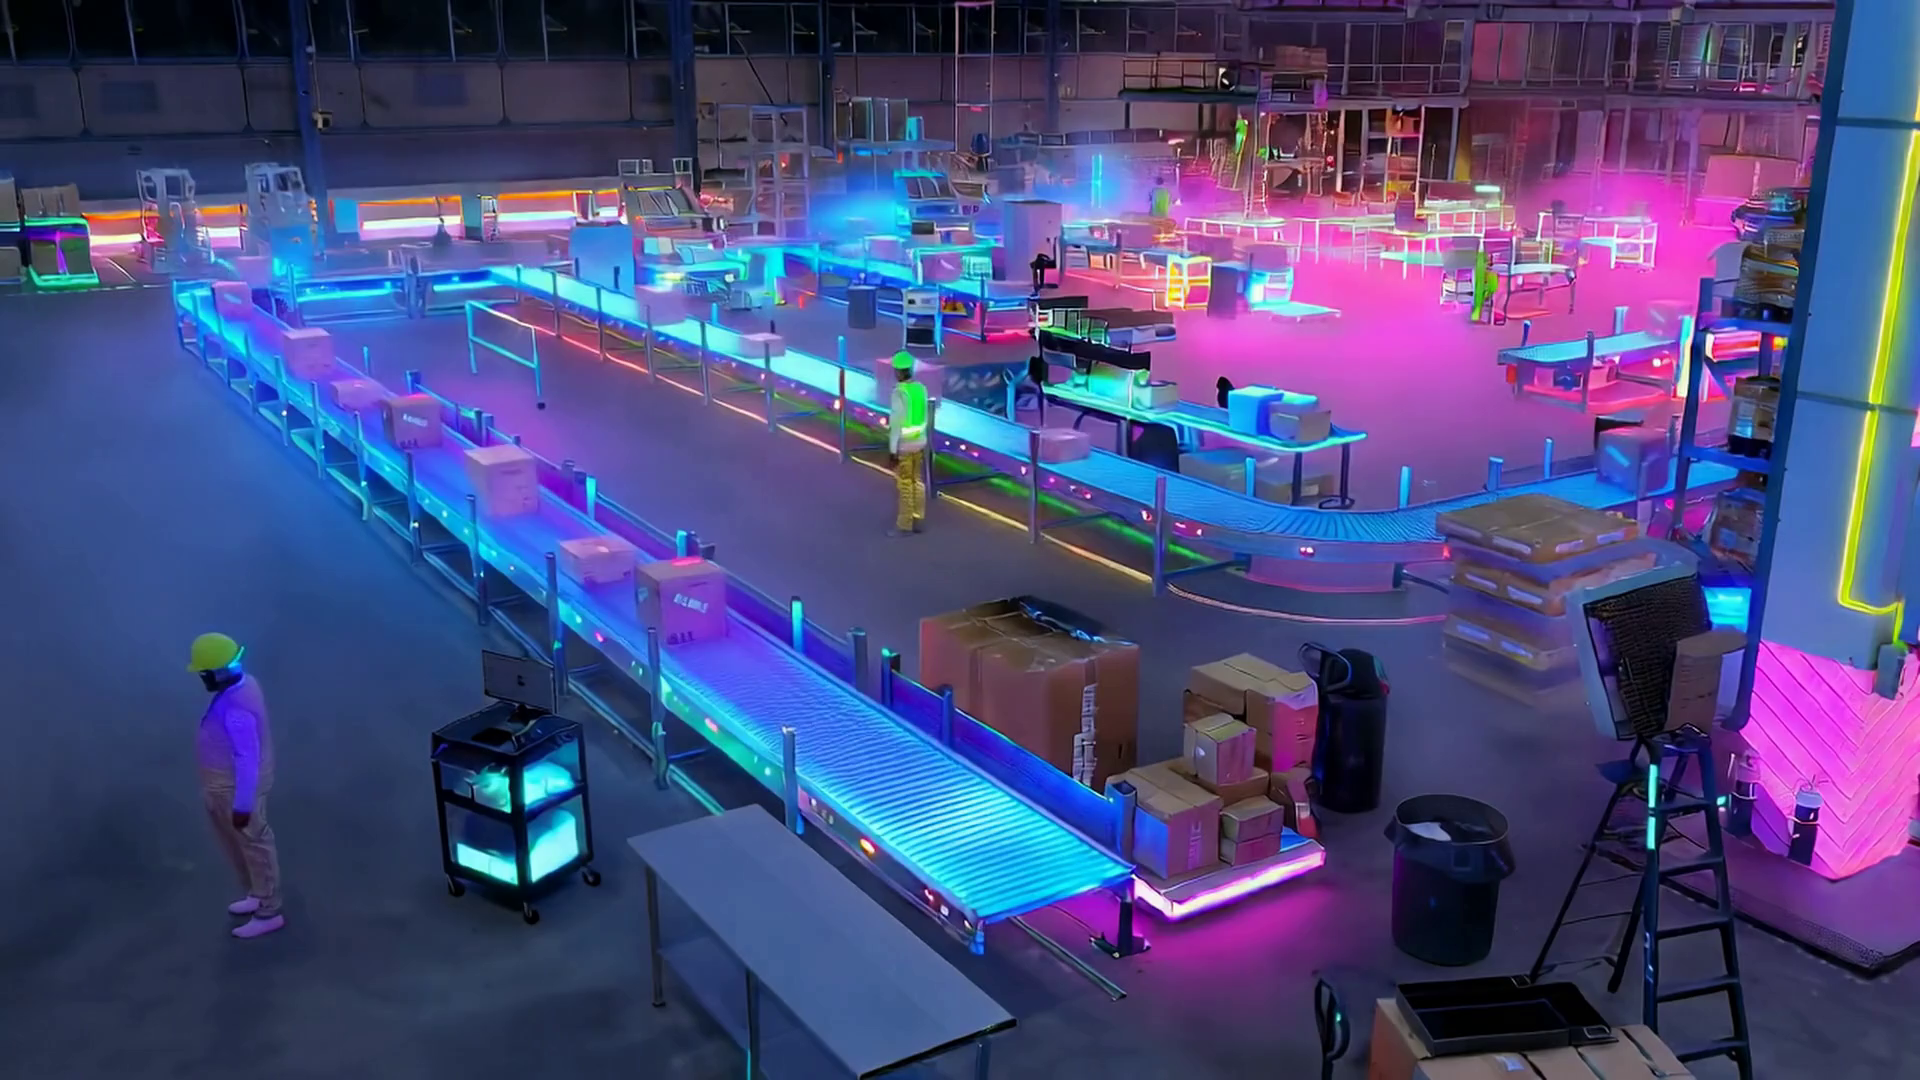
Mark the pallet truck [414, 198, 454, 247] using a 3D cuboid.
[{"bbox_3d":[-13.250,-8.060,41.856,0.680,1.201,1.601,-10,20,-31],"label":"pallet truck"}]

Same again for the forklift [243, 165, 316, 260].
[{"bbox_3d":[-15.898,-7.669,38.708,1.157,1.987,2.680,-11,20,-33],"label":"forklift"}]

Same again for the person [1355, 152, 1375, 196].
[{"bbox_3d":[12.177,-10.791,50.075,0.537,1.741,0.746,-4,17,-13],"label":"person"}]

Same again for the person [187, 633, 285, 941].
[{"bbox_3d":[-4.090,1.378,9.435,0.403,1.822,0.586,-7,18,-22],"label":"person"}]

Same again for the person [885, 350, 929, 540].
[{"bbox_3d":[-0.548,-0.976,17.052,0.388,1.947,0.611,9,19,29],"label":"person"}]

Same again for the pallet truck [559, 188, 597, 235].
[{"bbox_3d":[-10.010,-8.652,43.699,0.653,1.274,1.630,-10,20,-31],"label":"pallet truck"}]

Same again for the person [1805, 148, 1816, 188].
[{"bbox_3d":[25.151,-10.601,49.097,0.545,1.938,0.362,-13,21,-38],"label":"person"}]

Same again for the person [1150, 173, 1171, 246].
[{"bbox_3d":[4.894,-7.999,40.594,0.513,1.856,0.443,3,17,10],"label":"person"}]

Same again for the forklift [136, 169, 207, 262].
[{"bbox_3d":[-17.842,-7.318,37.559,1.157,1.987,2.680,-10,20,-31],"label":"forklift"}]

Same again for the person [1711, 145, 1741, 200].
[{"bbox_3d":[22.705,-10.728,49.345,0.693,2.000,1.022,-4,17,-13],"label":"person"}]

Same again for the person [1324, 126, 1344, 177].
[{"bbox_3d":[13.955,-14.481,62.110,0.613,1.883,0.953,-13,21,-37],"label":"person"}]

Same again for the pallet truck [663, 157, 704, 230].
[{"bbox_3d":[-7.586,-9.308,44.692,0.823,1.965,1.885,-11,20,-33],"label":"pallet truck"}]

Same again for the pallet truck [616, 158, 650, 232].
[{"bbox_3d":[-8.918,-9.176,44.255,0.823,1.965,1.885,-9,19,-27],"label":"pallet truck"}]

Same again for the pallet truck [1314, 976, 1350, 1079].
[{"bbox_3d":[2.299,2.390,7.086,1.601,1.201,0.680,-2,17,-7],"label":"pallet truck"}]

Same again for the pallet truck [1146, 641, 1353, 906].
[{"bbox_3d":[1.664,1.407,10.232,1.630,1.274,0.653,-10,20,-31],"label":"pallet truck"}]

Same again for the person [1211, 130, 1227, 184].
[{"bbox_3d":[9.297,-13.732,59.614,0.575,1.882,0.355,6,18,20],"label":"person"}]

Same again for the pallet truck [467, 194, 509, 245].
[{"bbox_3d":[-11.983,-8.177,42.137,0.704,1.261,1.522,-11,20,-33],"label":"pallet truck"}]
